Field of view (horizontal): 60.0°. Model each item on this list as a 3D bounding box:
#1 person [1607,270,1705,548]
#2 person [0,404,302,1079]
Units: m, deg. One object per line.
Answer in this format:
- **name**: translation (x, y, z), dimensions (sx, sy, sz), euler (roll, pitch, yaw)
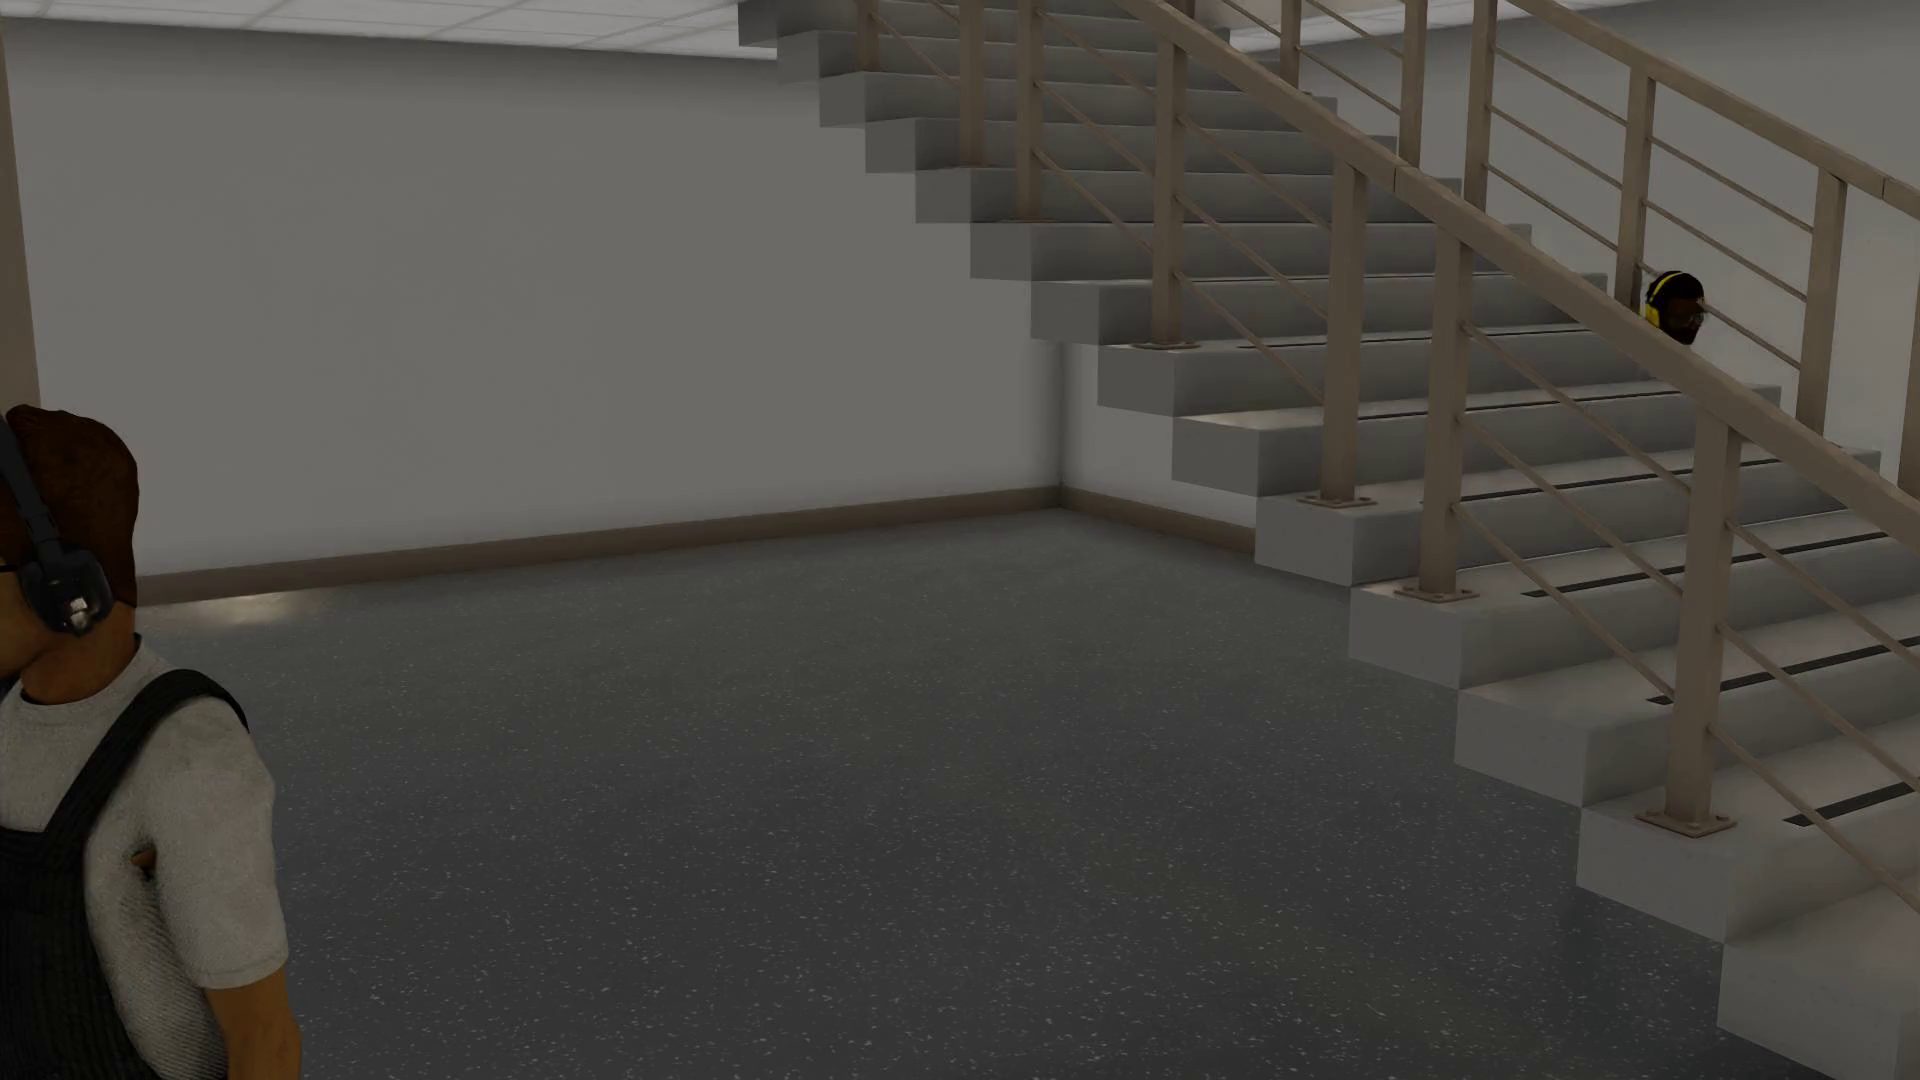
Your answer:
- **person**: translation (2.737, -0.164, 6.738), dimensions (0.606, 1.844, 0.524), euler (-9, 14, -39)
- **person**: translation (-0.940, 0.759, 1.889), dimensions (0.507, 1.838, 0.351), euler (8, 13, 36)
